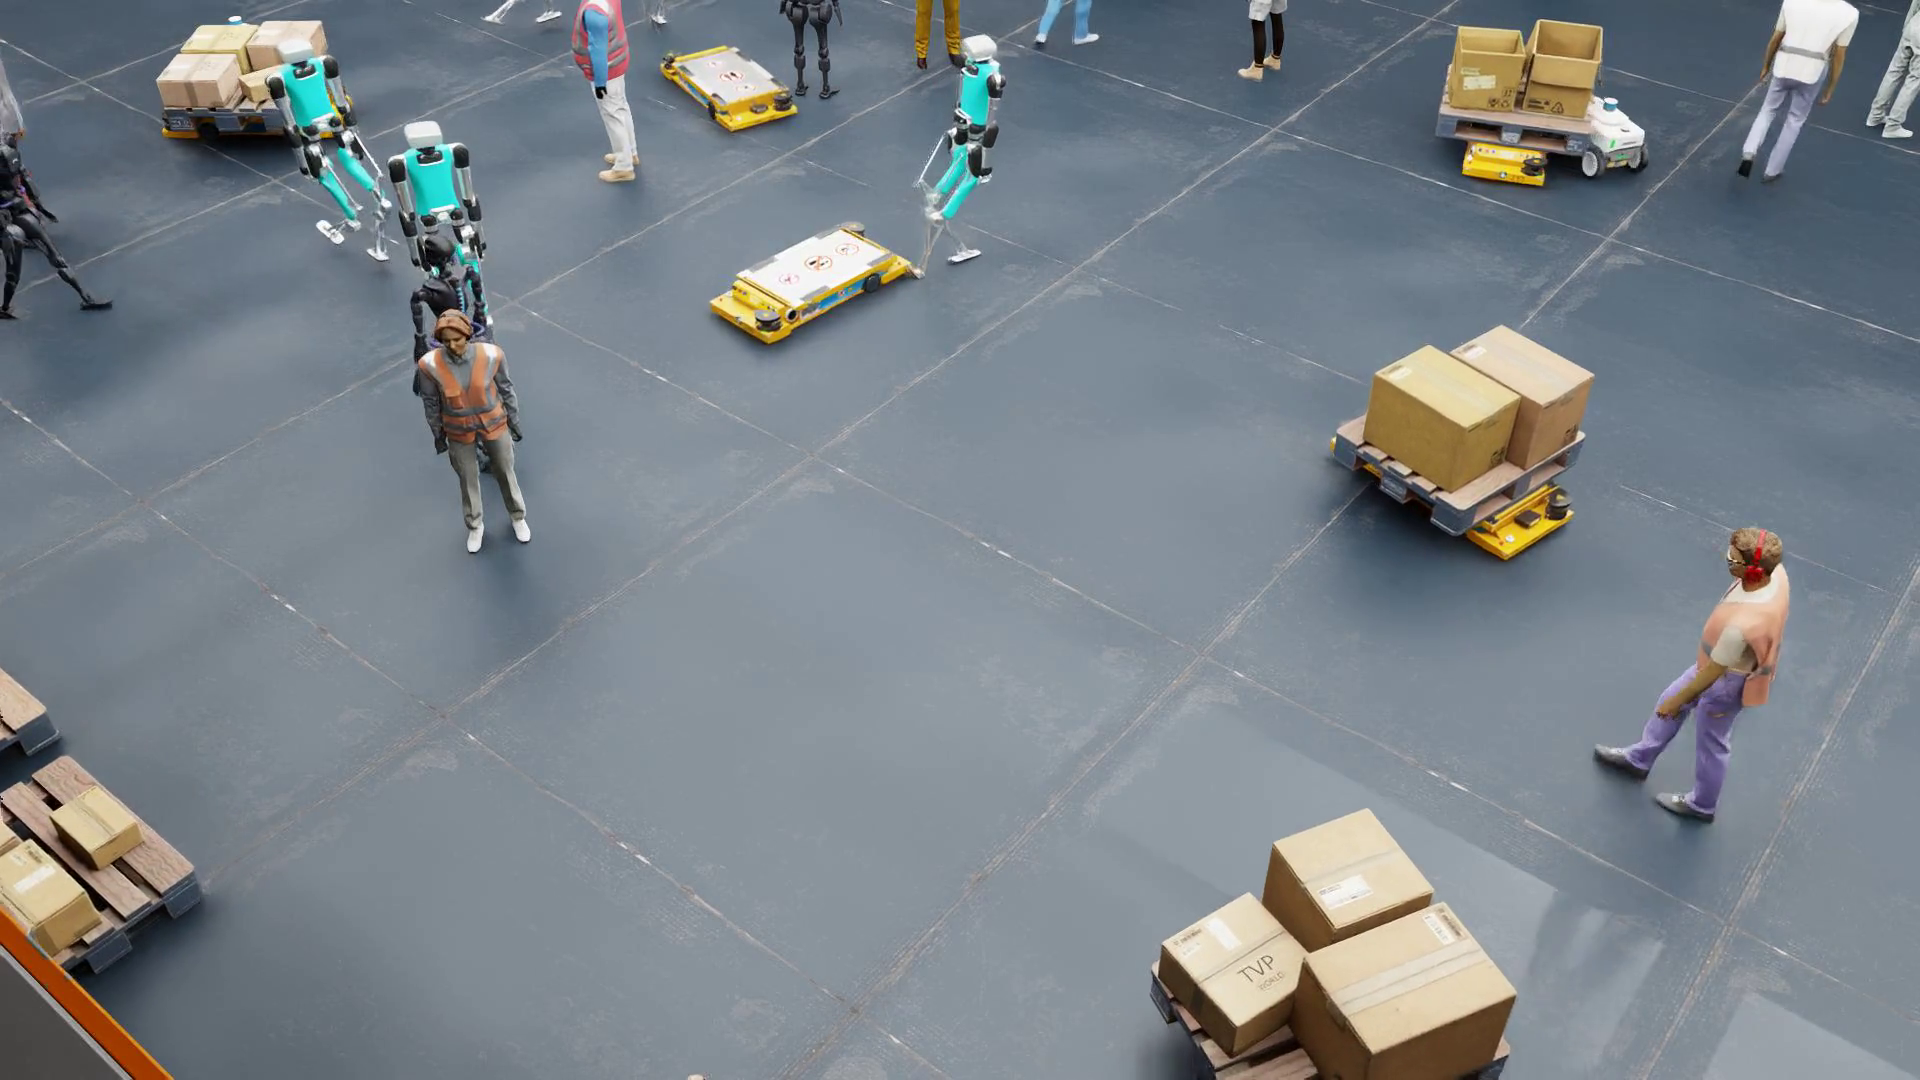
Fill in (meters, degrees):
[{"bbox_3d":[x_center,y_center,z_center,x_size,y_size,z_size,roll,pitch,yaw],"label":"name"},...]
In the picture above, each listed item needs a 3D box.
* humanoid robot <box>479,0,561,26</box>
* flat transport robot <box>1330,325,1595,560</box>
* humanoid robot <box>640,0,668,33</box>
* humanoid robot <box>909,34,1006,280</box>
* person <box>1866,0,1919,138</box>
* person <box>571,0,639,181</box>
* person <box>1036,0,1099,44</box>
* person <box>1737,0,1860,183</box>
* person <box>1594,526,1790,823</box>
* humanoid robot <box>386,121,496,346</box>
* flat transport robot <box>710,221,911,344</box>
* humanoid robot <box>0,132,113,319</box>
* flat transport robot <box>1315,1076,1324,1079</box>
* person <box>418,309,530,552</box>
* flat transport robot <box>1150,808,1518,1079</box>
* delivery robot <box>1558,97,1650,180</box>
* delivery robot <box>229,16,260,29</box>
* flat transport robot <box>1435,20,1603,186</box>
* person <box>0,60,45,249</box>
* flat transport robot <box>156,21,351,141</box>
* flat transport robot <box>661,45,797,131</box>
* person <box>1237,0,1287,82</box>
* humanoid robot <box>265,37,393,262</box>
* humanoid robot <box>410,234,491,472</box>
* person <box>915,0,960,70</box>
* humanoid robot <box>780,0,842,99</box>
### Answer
[{"bbox_3d":[-4.109,-5.596,15.509,0.998,1.726,0.541,-19,44,-21],"label":"humanoid robot"},{"bbox_3d":[3.114,-0.422,10.575,0.659,0.231,1.431,-27,47,-28],"label":"flat transport robot"},{"bbox_3d":[-2.923,-5.571,15.587,0.540,1.897,0.722,-26,47,-27],"label":"humanoid robot"},{"bbox_3d":[-0.114,-2.742,12.241,0.845,1.860,0.531,-20,44,-22],"label":"humanoid robot"},{"bbox_3d":[8.084,-4.203,13.894,0.321,1.732,0.490,-11,42,-13],"label":"person"},{"bbox_3d":[-2.860,-3.777,13.319,0.432,1.838,0.628,-1,40,-1],"label":"person"},{"bbox_3d":[1.026,-5.348,15.269,0.623,1.695,0.510,-31,49,-31],"label":"person"},{"bbox_3d":[6.639,-3.658,13.185,0.598,1.821,0.543,27,47,28],"label":"person"},{"bbox_3d":[3.587,0.638,8.126,0.749,1.817,0.575,21,45,23],"label":"person"},{"bbox_3d":[-3.360,-1.831,11.151,0.540,1.842,0.765,-21,45,-23],"label":"humanoid robot"},{"bbox_3d":[-1.100,-1.927,12.345,0.659,0.231,1.431,32,50,32],"label":"flat transport robot"},{"bbox_3d":[-6.657,-2.287,11.723,0.817,1.617,0.584,1,40,1],"label":"humanoid robot"},{"bbox_3d":[1.695,2.280,7.395,0.659,0.231,1.431,-20,44,-22],"label":"flat transport robot"},{"bbox_3d":[-2.841,-0.646,9.778,0.523,1.639,0.306,-11,42,-12],"label":"person"},{"bbox_3d":[1.600,2.279,7.397,0.659,0.231,1.431,-16,43,-18],"label":"flat transport robot"},{"bbox_3d":[5.344,-3.377,13.821,0.499,0.584,0.783,-11,42,-13],"label":"delivery robot"},{"bbox_3d":[-6.520,-4.436,15.091,0.808,0.614,0.499,0,40,0],"label":"delivery robot"},{"bbox_3d":[4.681,-3.452,14.139,0.659,0.231,1.431,12,42,14],"label":"flat transport robot"},{"bbox_3d":[-7.308,-3.042,12.422,0.582,1.861,0.585,10,41,12],"label":"person"},{"bbox_3d":[-6.116,-3.719,14.453,1.431,0.231,0.659,0,40,0],"label":"flat transport robot"},{"bbox_3d":[-2.082,-4.074,14.870,0.659,0.231,1.431,-22,45,-24],"label":"flat transport robot"},{"bbox_3d":[2.753,-4.955,14.811,0.322,1.689,0.532,33,50,33],"label":"person"},{"bbox_3d":[-4.564,-2.780,12.208,0.557,1.730,0.997,-31,49,-32],"label":"humanoid robot"},{"bbox_3d":[-3.116,-1.139,10.345,0.489,1.632,0.595,25,46,26],"label":"humanoid robot"},{"bbox_3d":[-0.187,-5.101,14.942,0.530,1.749,0.342,-6,41,-8],"label":"person"},{"bbox_3d":[-1.325,-4.701,14.510,0.599,1.657,0.315,13,42,15],"label":"humanoid robot"}]
